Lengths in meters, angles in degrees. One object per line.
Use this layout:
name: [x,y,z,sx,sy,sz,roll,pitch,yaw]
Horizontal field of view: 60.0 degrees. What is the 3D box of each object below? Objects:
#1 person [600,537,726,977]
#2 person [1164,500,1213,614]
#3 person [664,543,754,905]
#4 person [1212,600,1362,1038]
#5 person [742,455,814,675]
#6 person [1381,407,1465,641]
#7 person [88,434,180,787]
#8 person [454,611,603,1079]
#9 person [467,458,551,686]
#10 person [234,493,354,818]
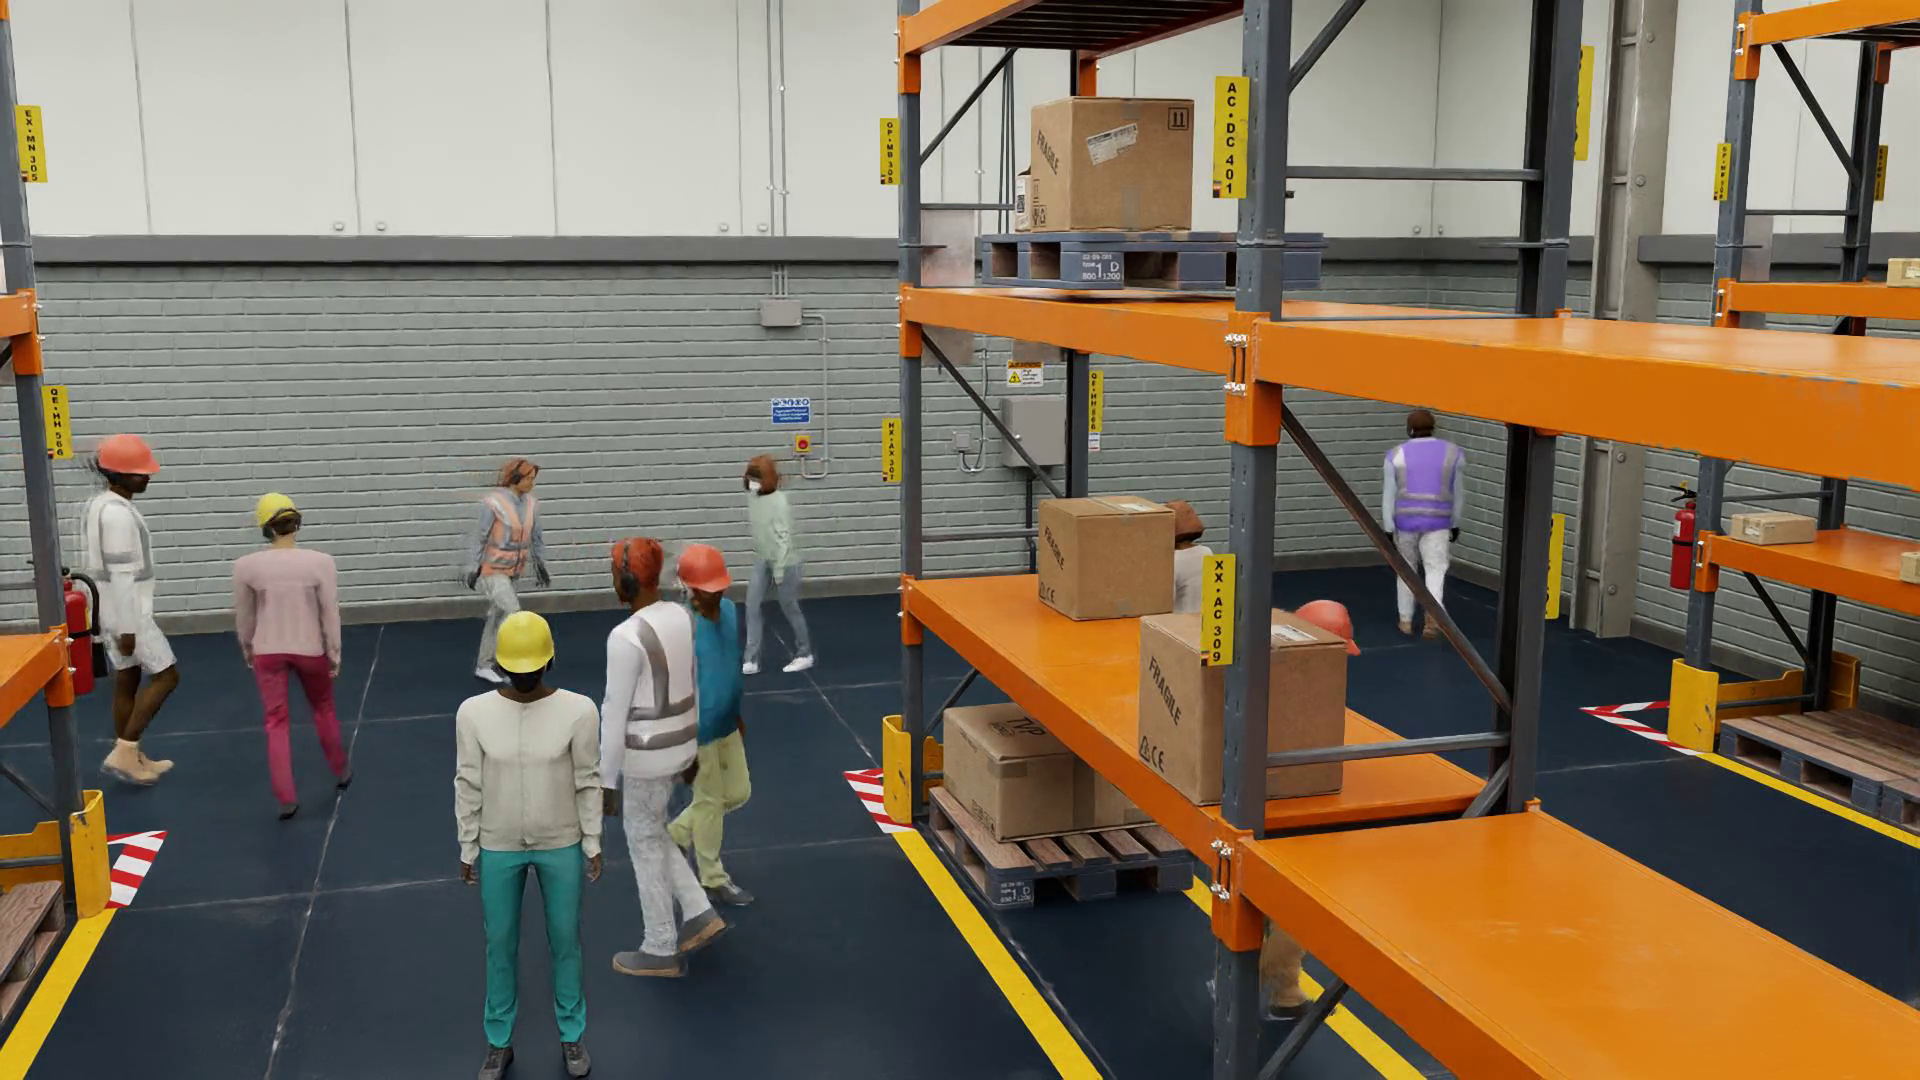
person: [-1.299,0.909,6.896,0.405,1.872,0.591,3,10,15]
person: [1.242,0.584,9.404,0.279,1.633,0.498,9,13,41]
person: [-1.199,0.840,7.663,0.492,1.727,0.584,4,11,22]
person: [1.255,1.072,6.359,0.496,1.730,0.630,-1,10,-7]
person: [-1.346,0.186,11.757,0.765,1.596,0.518,-9,13,-42]
person: [3.577,-0.123,12.901,0.622,1.819,0.721,2,10,12]
person: [-4.654,0.404,9.360,0.409,2.016,0.600,-9,13,-41]
person: [-1.555,1.113,6.034,0.523,1.761,0.326,-2,10,-11]
person: [-3.119,0.229,11.514,0.702,1.584,0.528,4,11,24]
person: [-3.643,0.589,9.080,0.541,1.728,0.750,-3,10,-17]
